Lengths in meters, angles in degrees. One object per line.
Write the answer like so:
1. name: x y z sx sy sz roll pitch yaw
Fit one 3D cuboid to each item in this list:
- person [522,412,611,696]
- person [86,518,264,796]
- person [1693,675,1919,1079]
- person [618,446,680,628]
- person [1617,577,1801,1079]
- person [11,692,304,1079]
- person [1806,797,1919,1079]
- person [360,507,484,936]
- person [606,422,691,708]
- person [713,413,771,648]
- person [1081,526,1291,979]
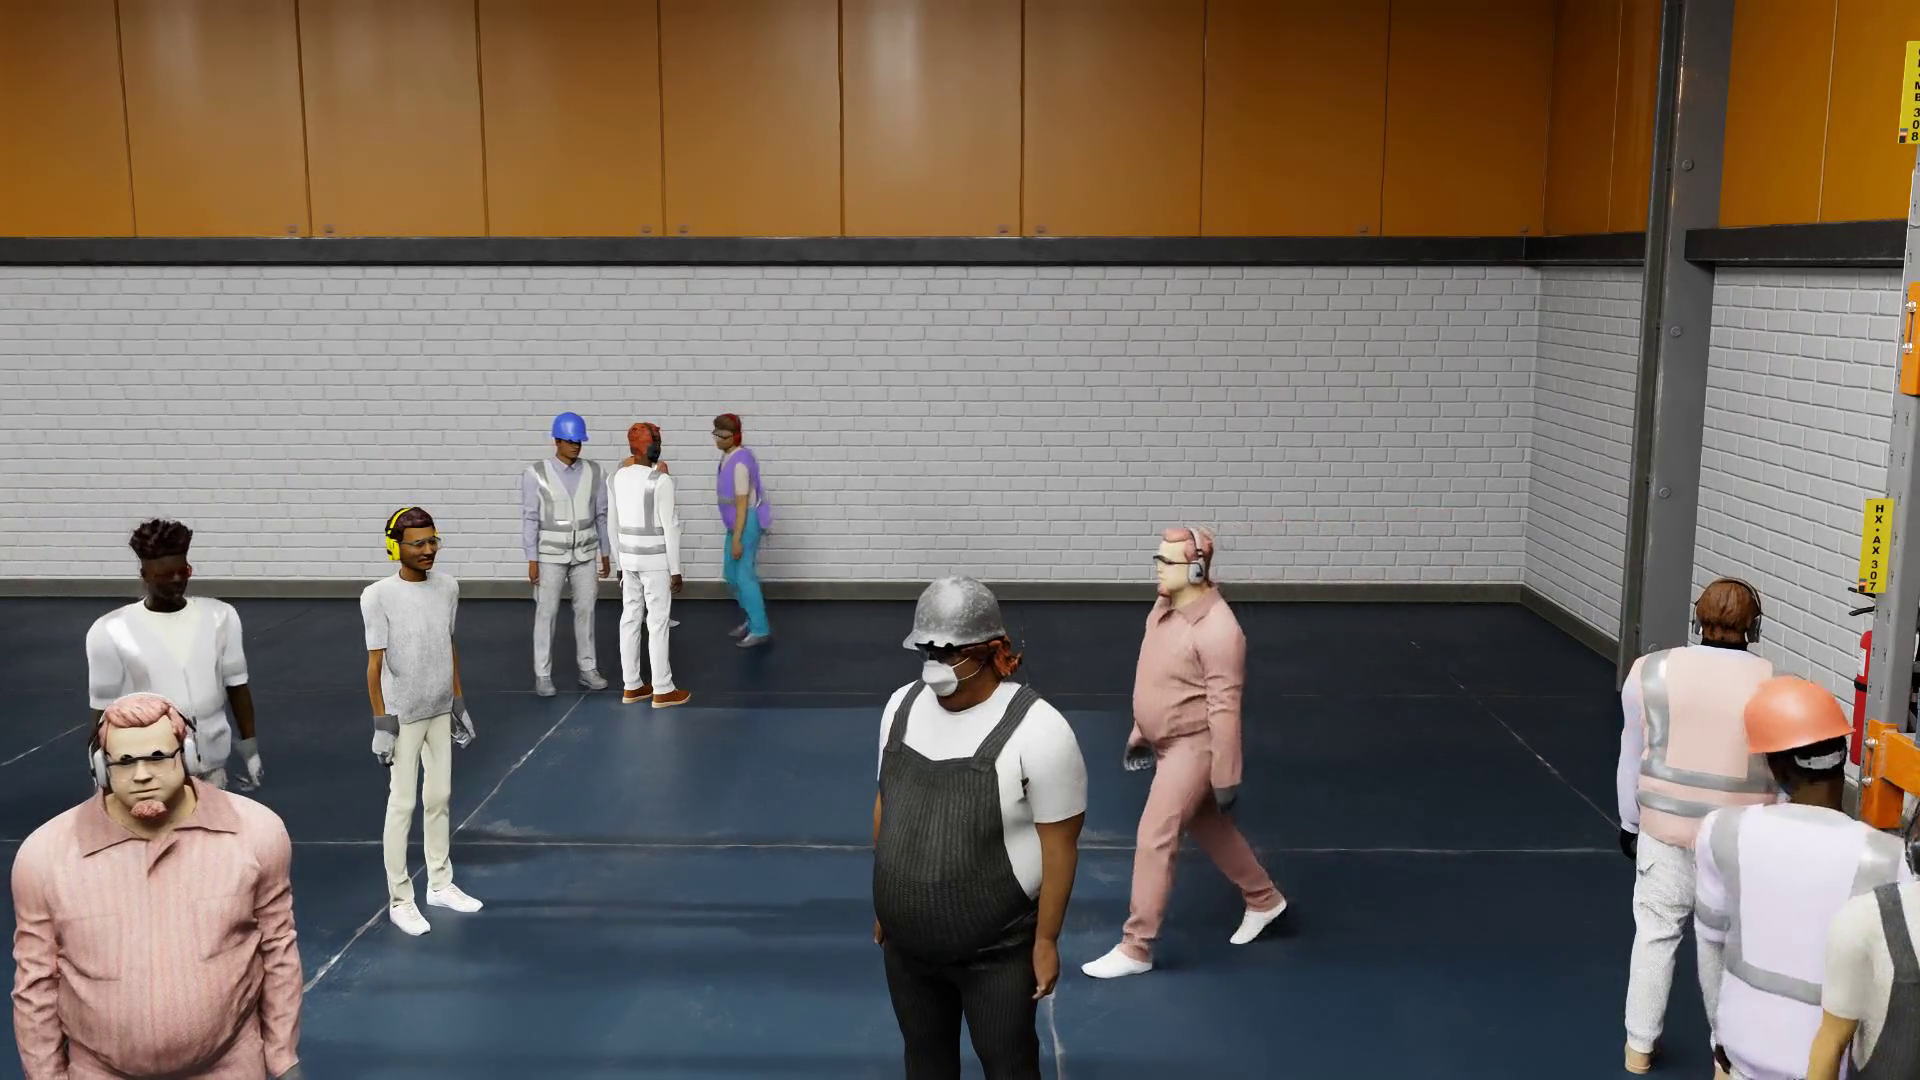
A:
1. person: -2.639 0.098 11.237 0.619 1.934 0.439 -6 11 -32
2. person: -3.197 0.846 6.754 0.974 1.930 0.612 8 12 39
3. person: 2.124 1.288 4.175 0.603 1.897 0.494 9 13 44
4. person: -2.501 -0.102 13.282 0.511 1.640 0.308 5 11 28
5. person: 2.649 1.037 5.895 0.616 1.836 0.428 5 11 29
6. person: -1.933 1.303 4.067 0.638 1.909 0.408 -5 11 -28
7. person: 2.269 1.380 3.965 0.561 1.803 0.863 1 10 9
8. person: -2.366 0.778 7.325 0.328 1.872 0.513 6 11 31
9. person: -2.058 0.165 10.957 0.576 1.883 0.354 6 11 31
10. person: -1.652 -0.068 12.576 0.476 1.804 0.594 -3 10 -19
11. person: 0.988 0.852 6.896 0.964 1.872 0.629 -2 10 -12
